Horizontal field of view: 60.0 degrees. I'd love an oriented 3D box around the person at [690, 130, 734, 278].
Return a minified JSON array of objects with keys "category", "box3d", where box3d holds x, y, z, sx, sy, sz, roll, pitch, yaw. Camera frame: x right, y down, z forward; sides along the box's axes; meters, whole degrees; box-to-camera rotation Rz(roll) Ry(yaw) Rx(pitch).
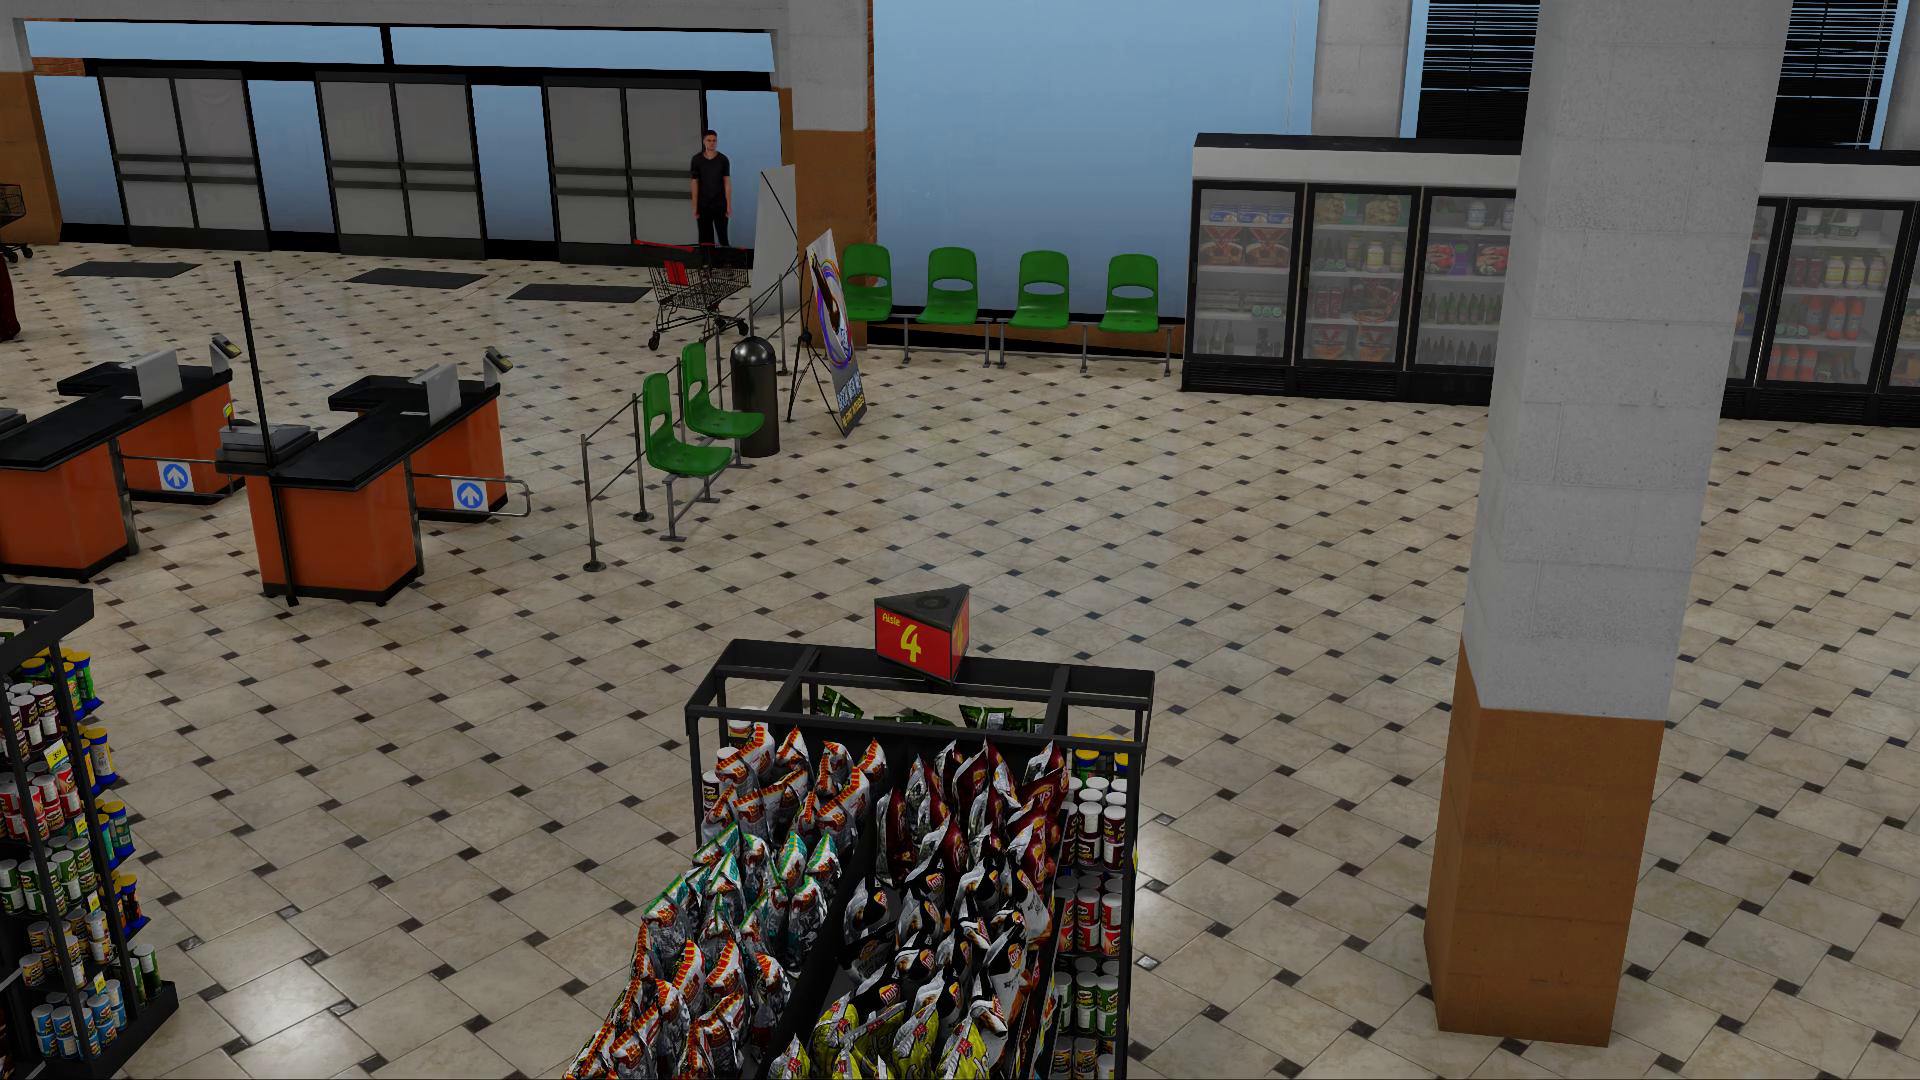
[{"category":"person","box3d":[-2.993,-4.056,20.075,0.691,1.760,0.650,-4,22,-10]}]
